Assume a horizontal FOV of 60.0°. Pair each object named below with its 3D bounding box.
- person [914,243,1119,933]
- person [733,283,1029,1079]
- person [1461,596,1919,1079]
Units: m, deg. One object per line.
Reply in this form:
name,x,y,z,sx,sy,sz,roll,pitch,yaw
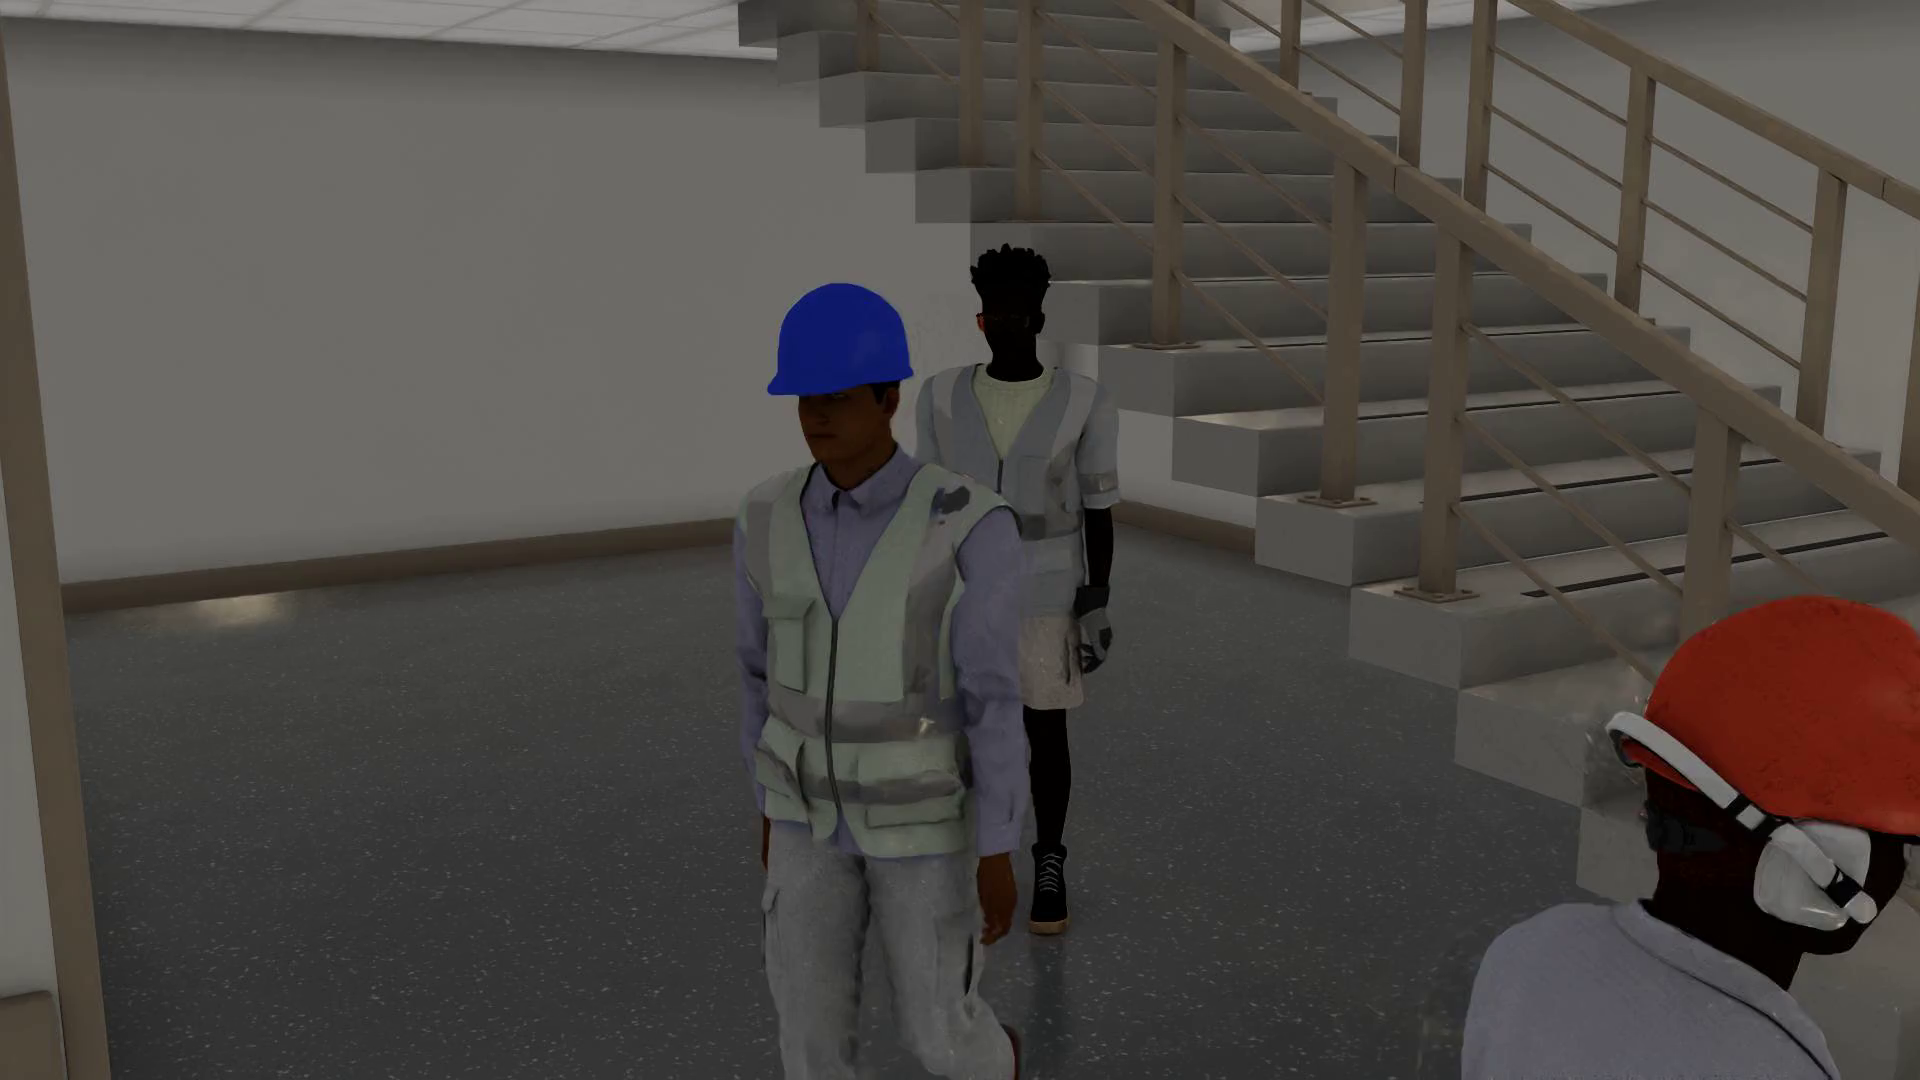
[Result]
person,0.142,0.150,4.751,0.601,1.967,0.369,3,11,13
person,-0.129,0.479,3.132,0.611,1.921,0.728,5,12,23
person,0.680,0.896,1.464,0.755,1.714,0.582,-1,11,-7
